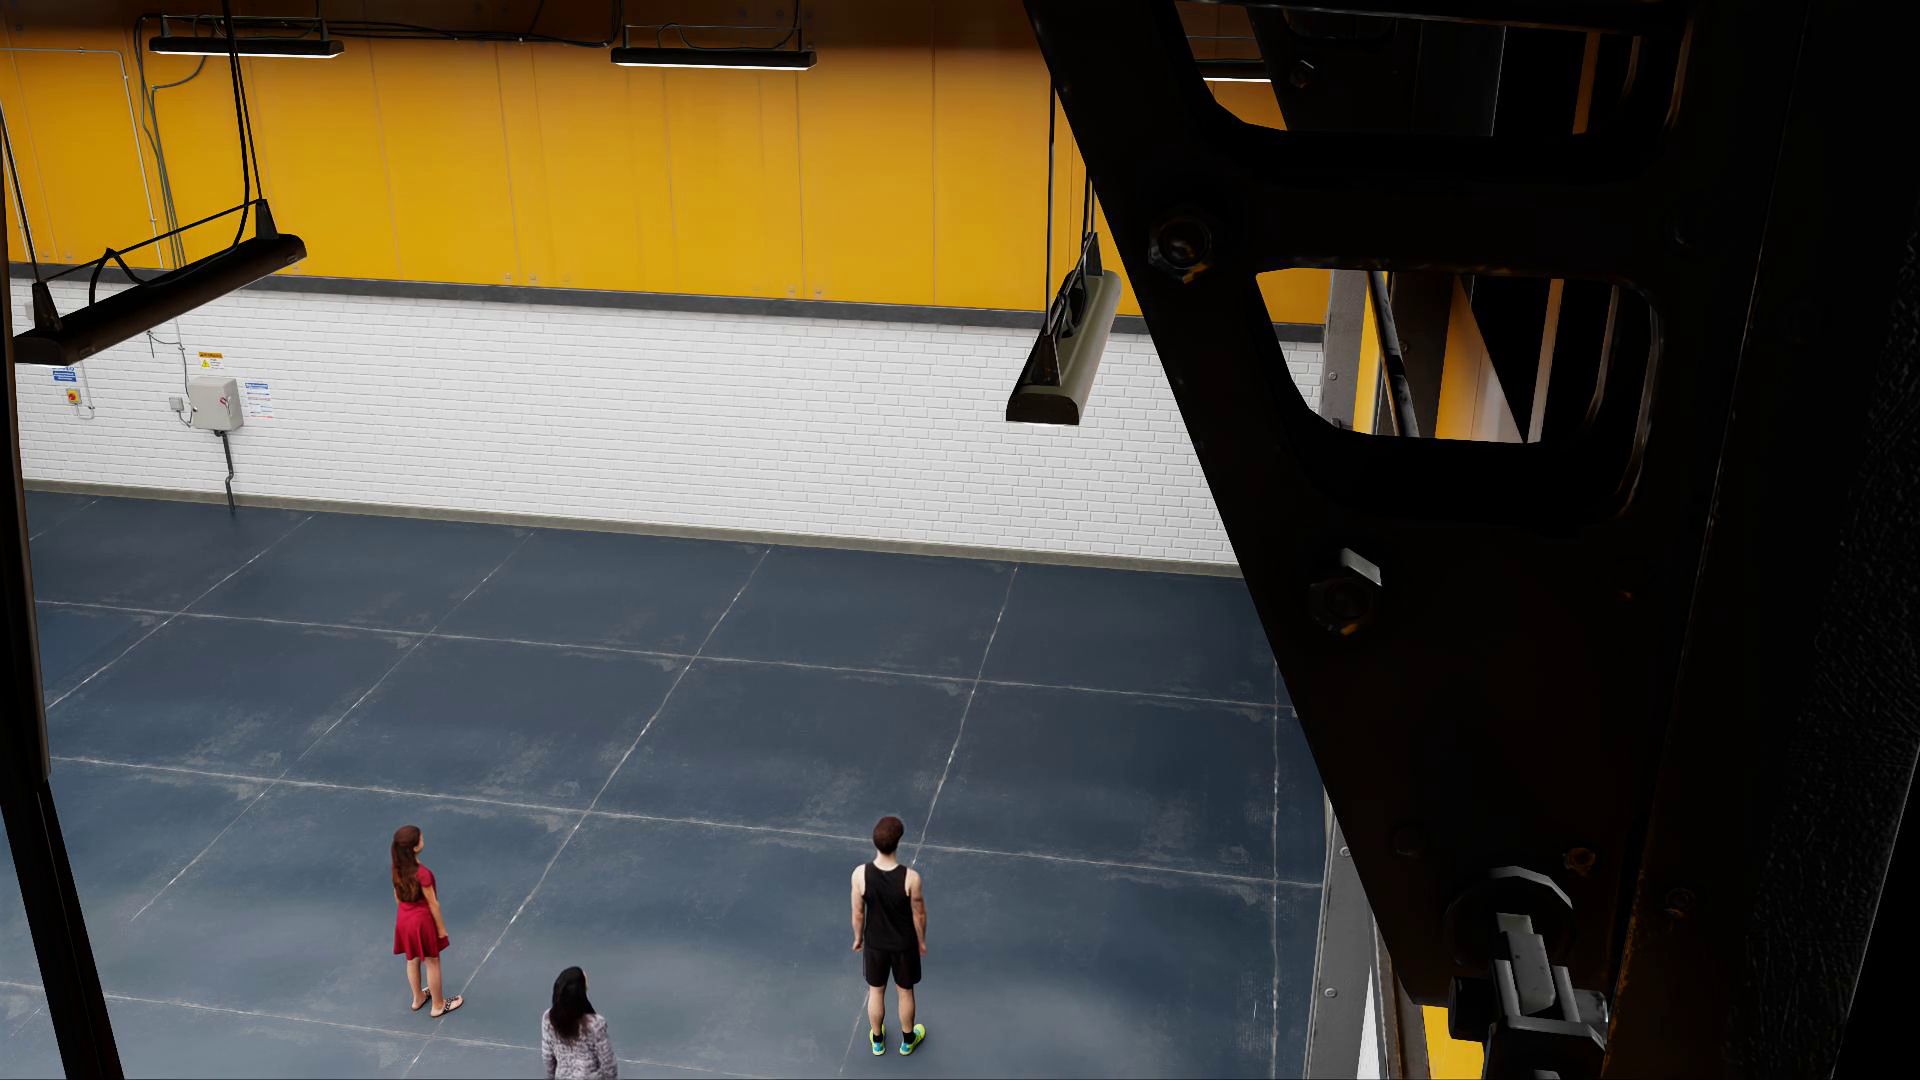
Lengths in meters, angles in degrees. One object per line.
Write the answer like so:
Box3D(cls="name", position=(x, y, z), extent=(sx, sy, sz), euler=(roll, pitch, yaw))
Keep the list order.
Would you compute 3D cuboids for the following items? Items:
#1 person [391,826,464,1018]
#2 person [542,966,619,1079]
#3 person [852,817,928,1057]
Box3D(cls="person", position=(-3.909, 2.740, 12.014), extent=(0.621, 1.554, 0.679), euler=(12, 26, 25))
Box3D(cls="person", position=(-2.345, 3.385, 10.318), extent=(0.618, 1.731, 0.534), euler=(5, 24, 12))
Box3D(cls="person", position=(-0.486, 2.763, 11.539), extent=(0.684, 1.892, 0.590), euler=(2, 24, 6))
